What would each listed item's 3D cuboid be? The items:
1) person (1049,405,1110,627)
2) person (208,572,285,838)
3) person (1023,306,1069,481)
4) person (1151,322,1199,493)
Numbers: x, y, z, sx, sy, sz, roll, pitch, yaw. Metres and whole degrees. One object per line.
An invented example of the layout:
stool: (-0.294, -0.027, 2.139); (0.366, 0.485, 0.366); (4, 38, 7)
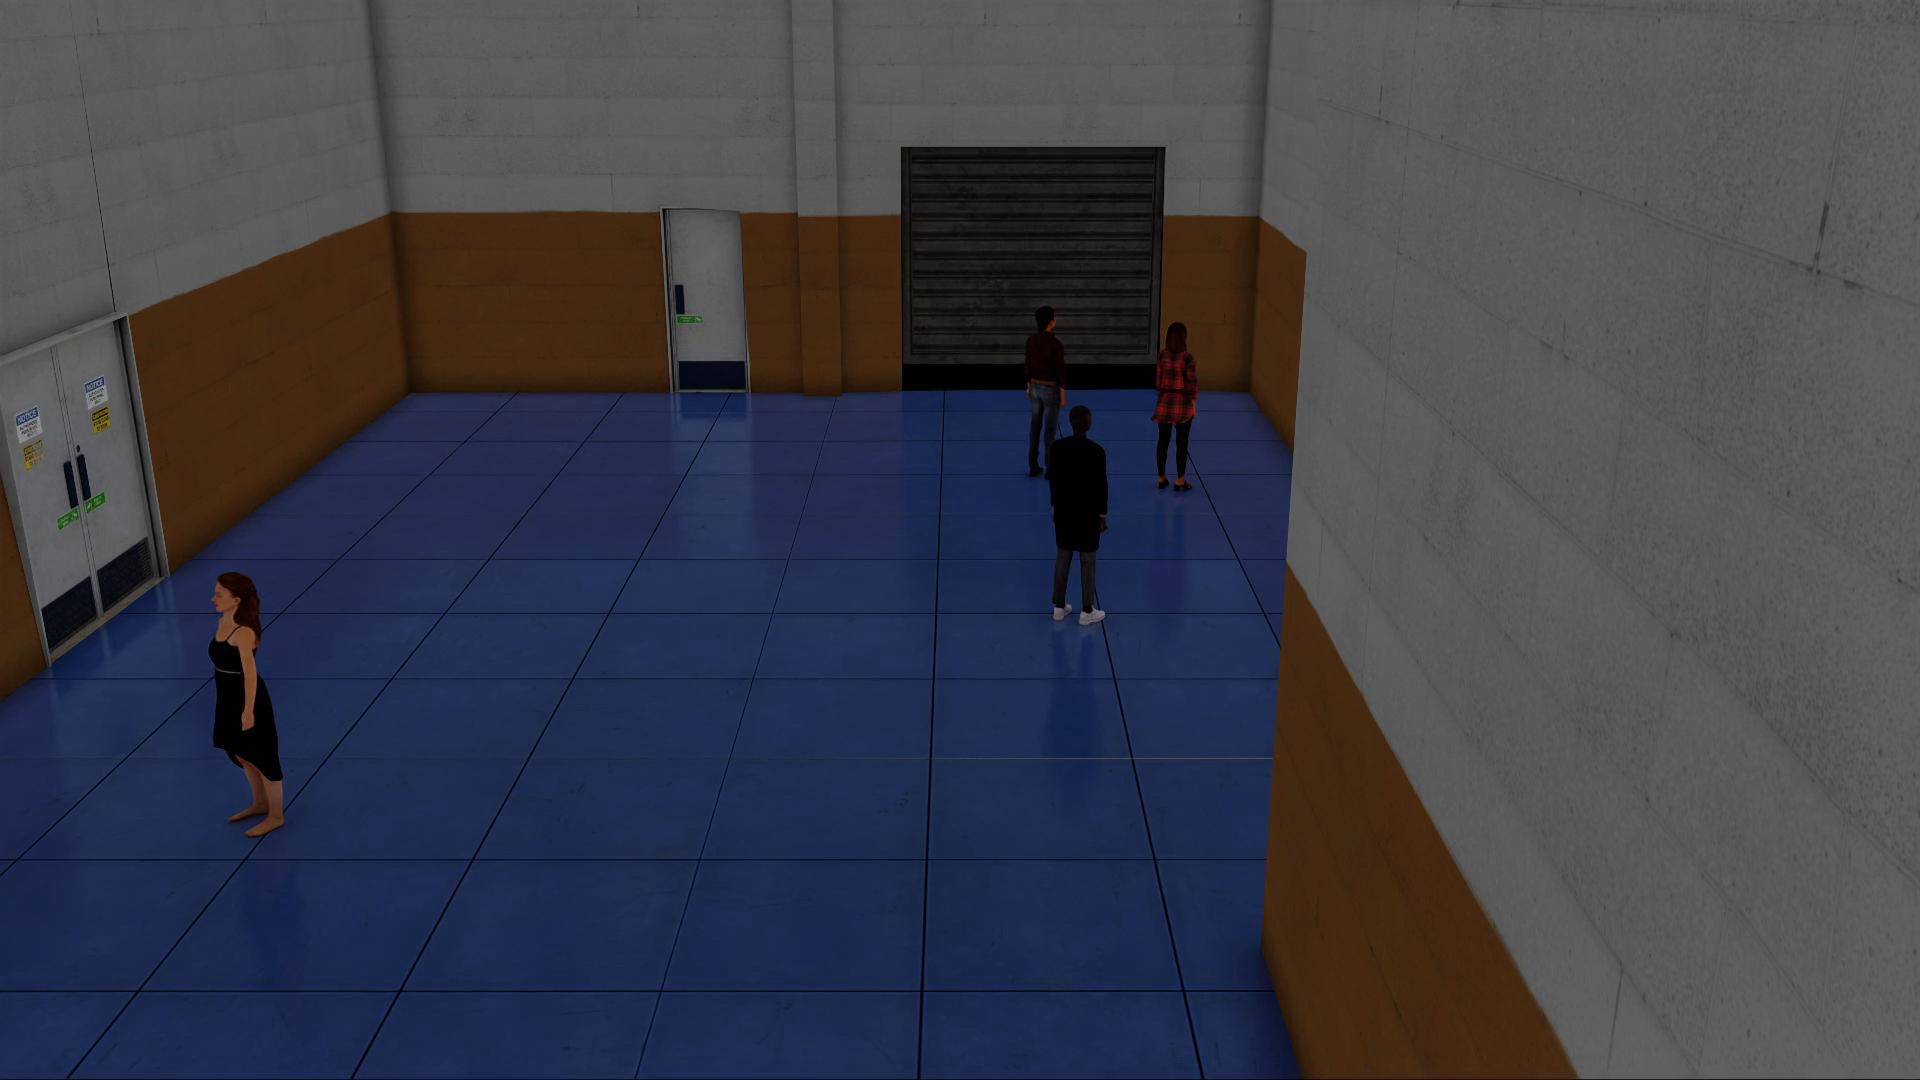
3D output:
person: (0.919, -0.205, 13.137); (0.673, 1.761, 0.792); (11, 21, 29)
person: (-4.246, 0.960, 9.896); (0.730, 1.625, 0.675); (-16, 24, -39)
person: (0.861, -1.505, 16.962); (0.682, 1.782, 0.773); (14, 23, 36)
person: (2.143, -1.333, 16.572); (0.671, 1.704, 0.761); (13, 22, 33)
